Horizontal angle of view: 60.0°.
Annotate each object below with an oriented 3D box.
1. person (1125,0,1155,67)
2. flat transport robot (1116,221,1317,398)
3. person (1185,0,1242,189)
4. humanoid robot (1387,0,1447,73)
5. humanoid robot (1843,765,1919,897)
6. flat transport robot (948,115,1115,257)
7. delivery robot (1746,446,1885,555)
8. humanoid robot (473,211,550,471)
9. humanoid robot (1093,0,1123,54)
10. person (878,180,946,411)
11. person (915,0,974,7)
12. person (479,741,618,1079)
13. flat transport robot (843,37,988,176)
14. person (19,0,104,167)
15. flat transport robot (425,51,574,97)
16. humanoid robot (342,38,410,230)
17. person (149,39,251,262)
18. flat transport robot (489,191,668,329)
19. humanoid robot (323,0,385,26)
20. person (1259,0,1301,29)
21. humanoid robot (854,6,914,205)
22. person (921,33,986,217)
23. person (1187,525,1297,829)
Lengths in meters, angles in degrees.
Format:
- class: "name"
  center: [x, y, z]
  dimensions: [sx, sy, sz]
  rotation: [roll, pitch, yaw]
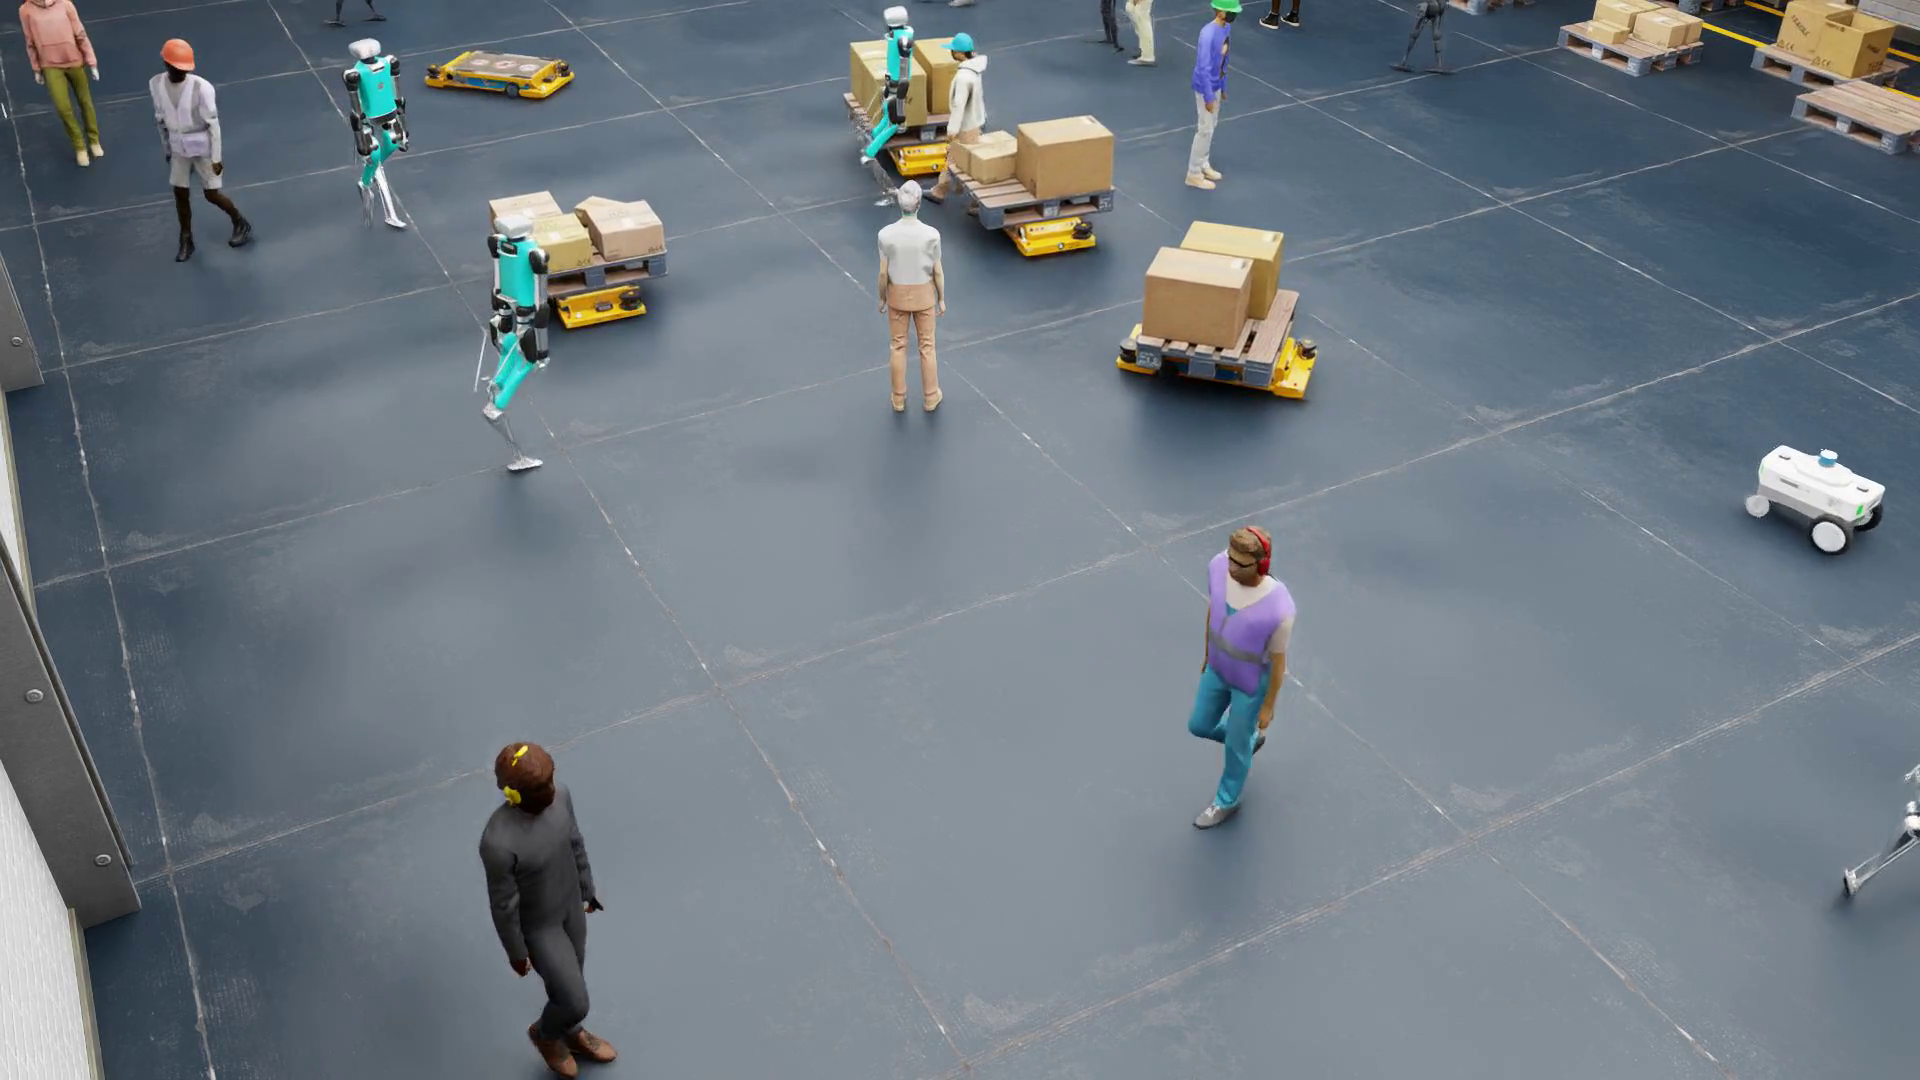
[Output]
- class: "person"
  center: [1.977, -6.017, 17.952]
  dimensions: [0.462, 1.816, 0.586]
  rotation: [12, 37, 16]
- class: "flat transport robot"
  center: [1.973, -1.422, 12.747]
  dimensions: [1.431, 0.231, 0.659]
  rotation: [11, 37, 15]
- class: "person"
  center: [2.328, -4.131, 15.240]
  dimensions: [0.413, 1.857, 0.468]
  rotation: [21, 40, 27]
- class: "humanoid robot"
  center: [5.034, -5.856, 17.870]
  dimensions: [0.715, 1.633, 0.612]
  rotation: [16, 38, 21]
- class: "humanoid robot"
  center: [4.786, 1.081, 7.930]
  dimensions: [0.946, 1.798, 0.571]
  rotation: [0, 35, -1]
- class: "flat transport robot"
  center: [0.632, -2.949, 14.927]
  dimensions: [0.659, 0.231, 1.431]
  rotation: [-12, 37, -16]
- class: "delivery robot"
  center: [5.622, -0.305, 10.900]
  dimensions: [0.499, 0.592, 0.795]
  rotation: [-27, 43, -33]
- class: "humanoid robot"
  center: [-3.105, -1.279, 11.257]
  dimensions: [0.540, 1.764, 0.792]
  rotation: [24, 41, 30]
- class: "humanoid robot"
  center: [1.658, -6.280, 18.463]
  dimensions: [0.373, 1.645, 0.612]
  rotation: [-5, 35, -7]
- class: "person"
  center: [-0.347, -1.730, 11.897]
  dimensions: [0.483, 1.745, 0.309]
  rotation: [2, 35, 3]
- class: "person"
  center: [-0.258, -7.244, 19.644]
  dimensions: [0.930, 1.886, 0.535]
  rotation: [1, 35, 2]
- class: "person"
  center: [-1.711, 1.591, 7.051]
  dimensions: [0.431, 1.863, 0.517]
  rotation: [14, 37, 19]
- class: "flat transport robot"
  center: [-0.434, -3.961, 16.371]
  dimensions: [0.659, 0.231, 1.431]
  rotation: [-9, 36, -13]
- class: "person"
  center: [-8.446, -4.443, 15.715]
  dimensions: [0.566, 1.811, 0.725]
  rotation: [-17, 39, -23]
- class: "flat transport robot"
  center: [-4.947, -5.003, 17.859]
  dimensions: [1.431, 0.231, 0.659]
  rotation: [10, 36, 14]
- class: "humanoid robot"
  center: [-5.132, -3.459, 14.480]
  dimensions: [0.757, 1.897, 0.541]
  rotation: [24, 41, 30]
- class: "person"
  center: [-6.470, -3.315, 14.049]
  dimensions: [0.600, 1.887, 0.607]
  rotation: [5, 35, 8]
- class: "flat transport robot"
  center: [-3.131, -2.184, 13.834]
  dimensions: [0.659, 0.231, 1.431]
  rotation: [-15, 38, -20]
- class: "humanoid robot"
  center: [-7.151, -6.779, 19.183]
  dimensions: [0.696, 1.633, 0.599]
  rotation: [-5, 35, -8]
- class: "person"
  center: [3.768, -6.857, 19.036]
  dimensions: [0.602, 1.958, 0.377]
  rotation: [-14, 37, -19]
- class: "humanoid robot"
  center: [-0.730, -3.873, 14.949]
  dimensions: [0.665, 1.775, 0.537]
  rotation: [-7, 36, -10]
- class: "person"
  center: [-0.026, -3.684, 14.782]
  dimensions: [0.797, 1.637, 0.488]
  rotation: [6, 35, 8]
- class: "person"
  center: [1.436, 0.669, 8.397]
  dimensions: [0.486, 1.834, 0.563]
  rotation: [-23, 41, -29]
